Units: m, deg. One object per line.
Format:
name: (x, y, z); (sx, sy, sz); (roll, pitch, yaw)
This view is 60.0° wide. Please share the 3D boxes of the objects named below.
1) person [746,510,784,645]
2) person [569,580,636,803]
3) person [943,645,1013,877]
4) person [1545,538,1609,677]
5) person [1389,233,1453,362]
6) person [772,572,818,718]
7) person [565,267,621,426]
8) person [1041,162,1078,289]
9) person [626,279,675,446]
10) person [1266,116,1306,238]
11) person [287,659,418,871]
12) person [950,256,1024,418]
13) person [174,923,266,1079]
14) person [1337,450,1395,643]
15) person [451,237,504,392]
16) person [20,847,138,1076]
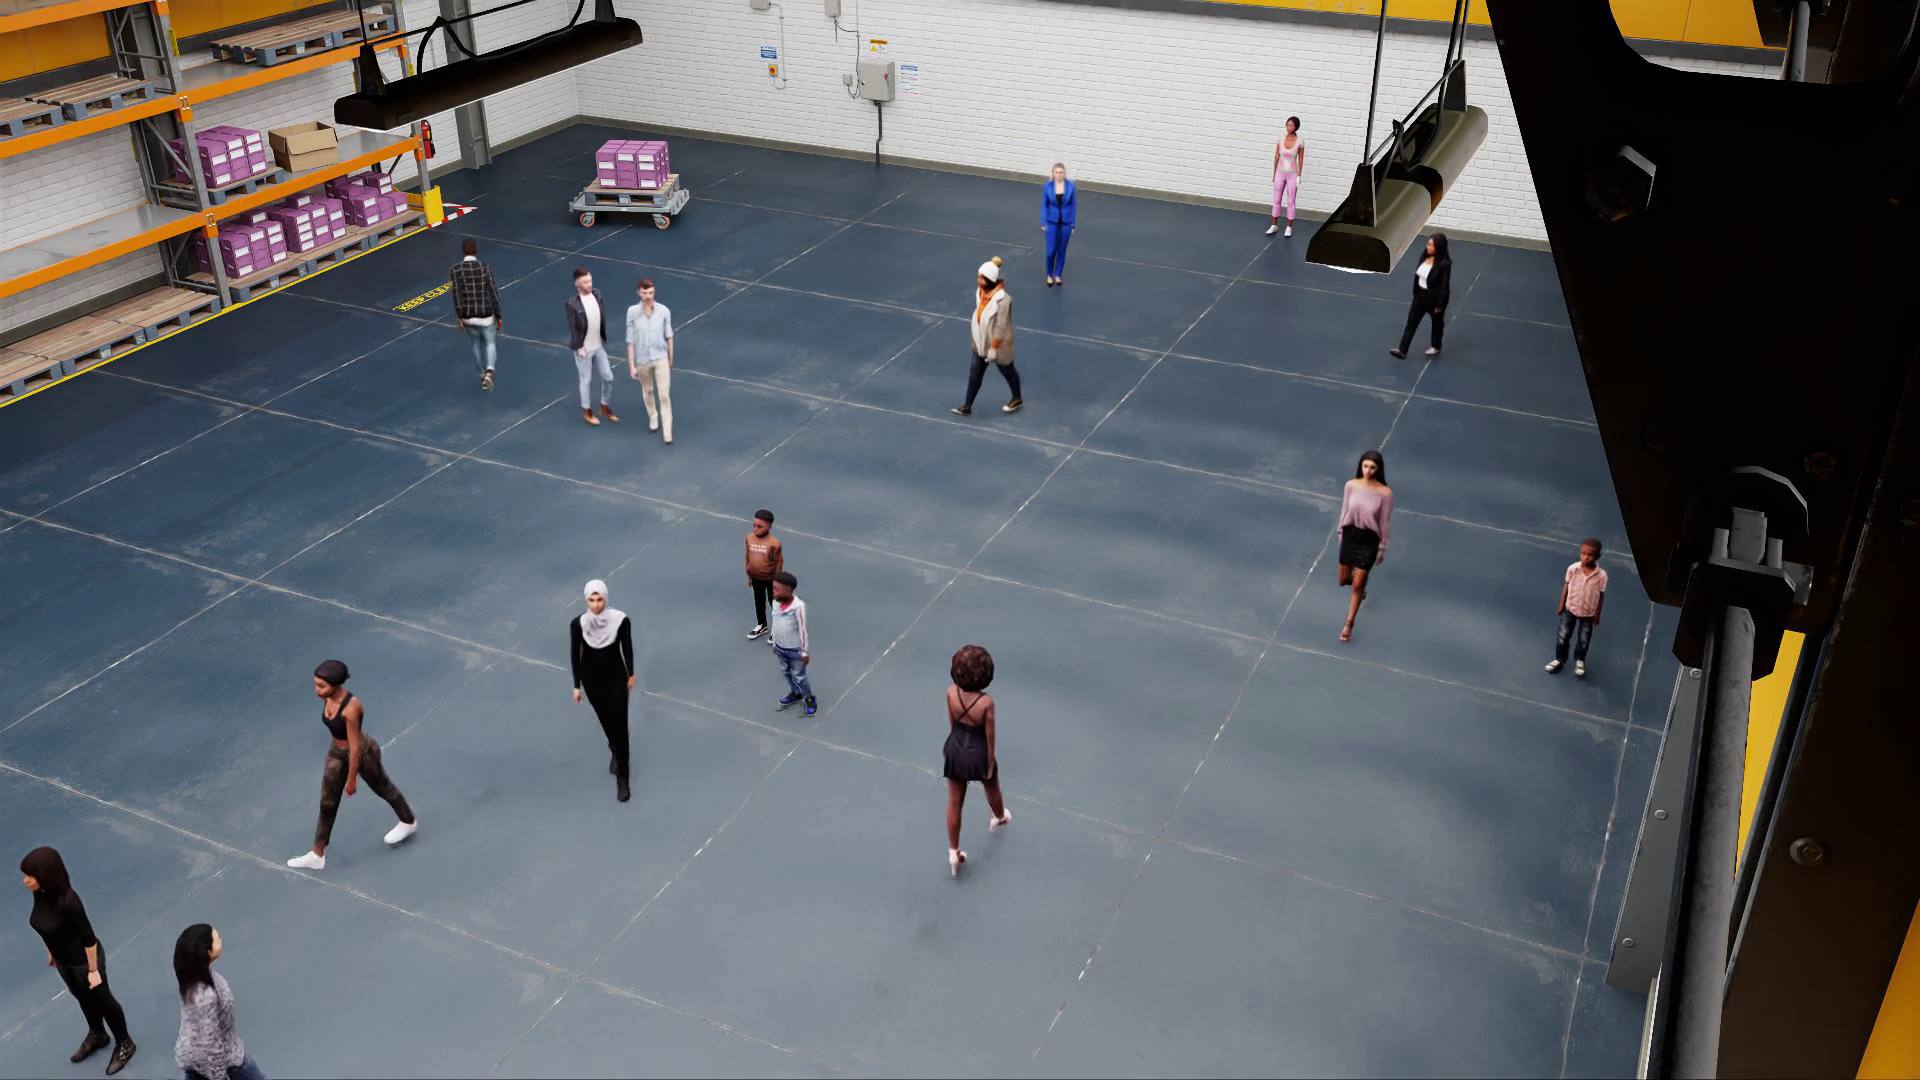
person: (-1.688, 0.299, 14.470); (0.517, 1.254, 0.467); (14, 31, 23)
person: (-2.684, 1.034, 12.604); (0.855, 1.751, 1.017); (-1, 29, -2)
person: (0.027, 1.579, 11.593); (0.570, 1.761, 0.957); (11, 30, 19)
person: (5.243, 0.544, 13.973); (0.525, 1.300, 0.588); (14, 32, 24)
person: (5.732, -2.925, 20.046); (1.161, 1.575, 0.974); (-20, 35, -32)
person: (-1.348, 0.836, 13.496); (0.610, 1.243, 0.562); (15, 32, 25)
person: (-4.165, -2.156, 18.377); (0.808, 1.823, 0.701); (24, 37, 37)
person: (1.323, -4.270, 22.395); (0.745, 1.685, 0.788); (-2, 29, -3)
person: (-3.365, -1.974, 18.067); (1.099, 1.800, 1.281); (-5, 29, -8)
person: (4.770, -5.303, 24.232); (0.569, 1.740, 0.503); (14, 31, 23)
person: (-4.195, 1.543, 11.783); (0.847, 1.642, 1.231); (25, 37, 38)
person: (0.467, -2.237, 18.514); (1.276, 1.833, 0.998); (-23, 36, -36)
person: (-4.252, 2.910, 9.228); (1.274, 1.690, 0.996); (-20, 35, -32)
person: (3.493, 0.030, 14.393); (0.656, 1.800, 0.829); (16, 32, 26)
person: (-5.550, -2.519, 19.085); (0.971, 1.782, 1.070); (-6, 29, -11)
person: (-5.319, 2.503, 10.024); (0.567, 1.641, 0.500); (14, 31, 23)
